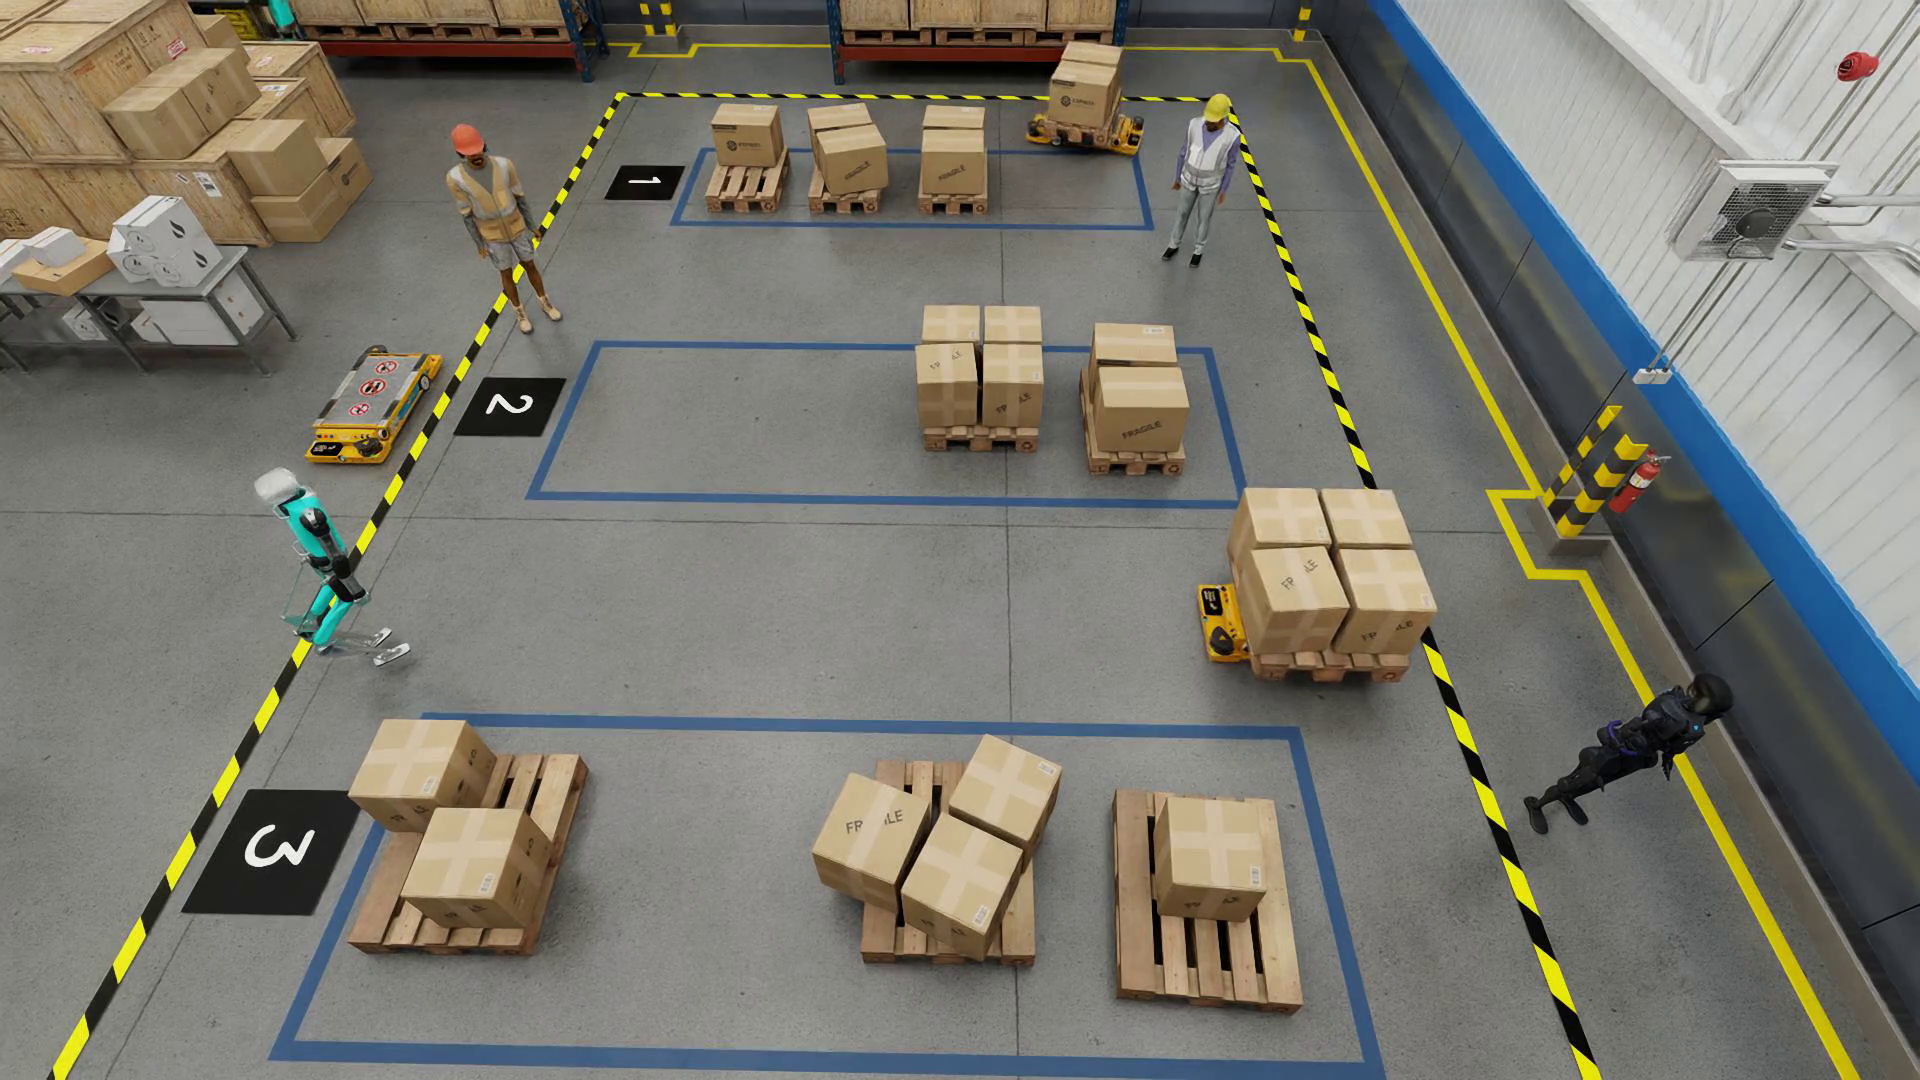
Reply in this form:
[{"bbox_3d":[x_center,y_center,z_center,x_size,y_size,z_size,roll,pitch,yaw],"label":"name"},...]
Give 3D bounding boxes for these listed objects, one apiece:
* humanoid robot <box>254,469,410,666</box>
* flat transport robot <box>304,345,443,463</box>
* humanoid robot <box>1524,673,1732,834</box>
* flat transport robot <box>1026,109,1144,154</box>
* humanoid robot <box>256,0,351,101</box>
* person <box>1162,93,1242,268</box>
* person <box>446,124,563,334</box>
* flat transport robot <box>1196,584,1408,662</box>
[{"bbox_3d":[-4.295,0.305,6.061,0.533,1.674,0.735,34,57,25],"label":"humanoid robot"},{"bbox_3d":[-5.383,-1.269,8.441,0.659,0.231,1.431,1,50,1],"label":"flat transport robot"},{"bbox_3d":[3.925,1.262,5.368,0.599,1.655,0.315,-7,50,-6],"label":"humanoid robot"},{"bbox_3d":[1.624,-5.320,11.850,1.431,0.197,0.652,11,51,9],"label":"flat transport robot"},{"bbox_3d":[-8.735,-6.385,11.801,0.981,1.734,0.552,1,50,1],"label":"humanoid robot"},{"bbox_3d":[2.492,-3.700,9.479,0.587,1.823,0.404,23,54,18],"label":"person"},{"bbox_3d":[-4.310,-2.922,8.678,0.604,2.045,0.377,-31,56,-23],"label":"person"},{"bbox_3d":[2.546,0.592,6.848,1.431,0.197,0.652,1,50,1],"label":"flat transport robot"}]
